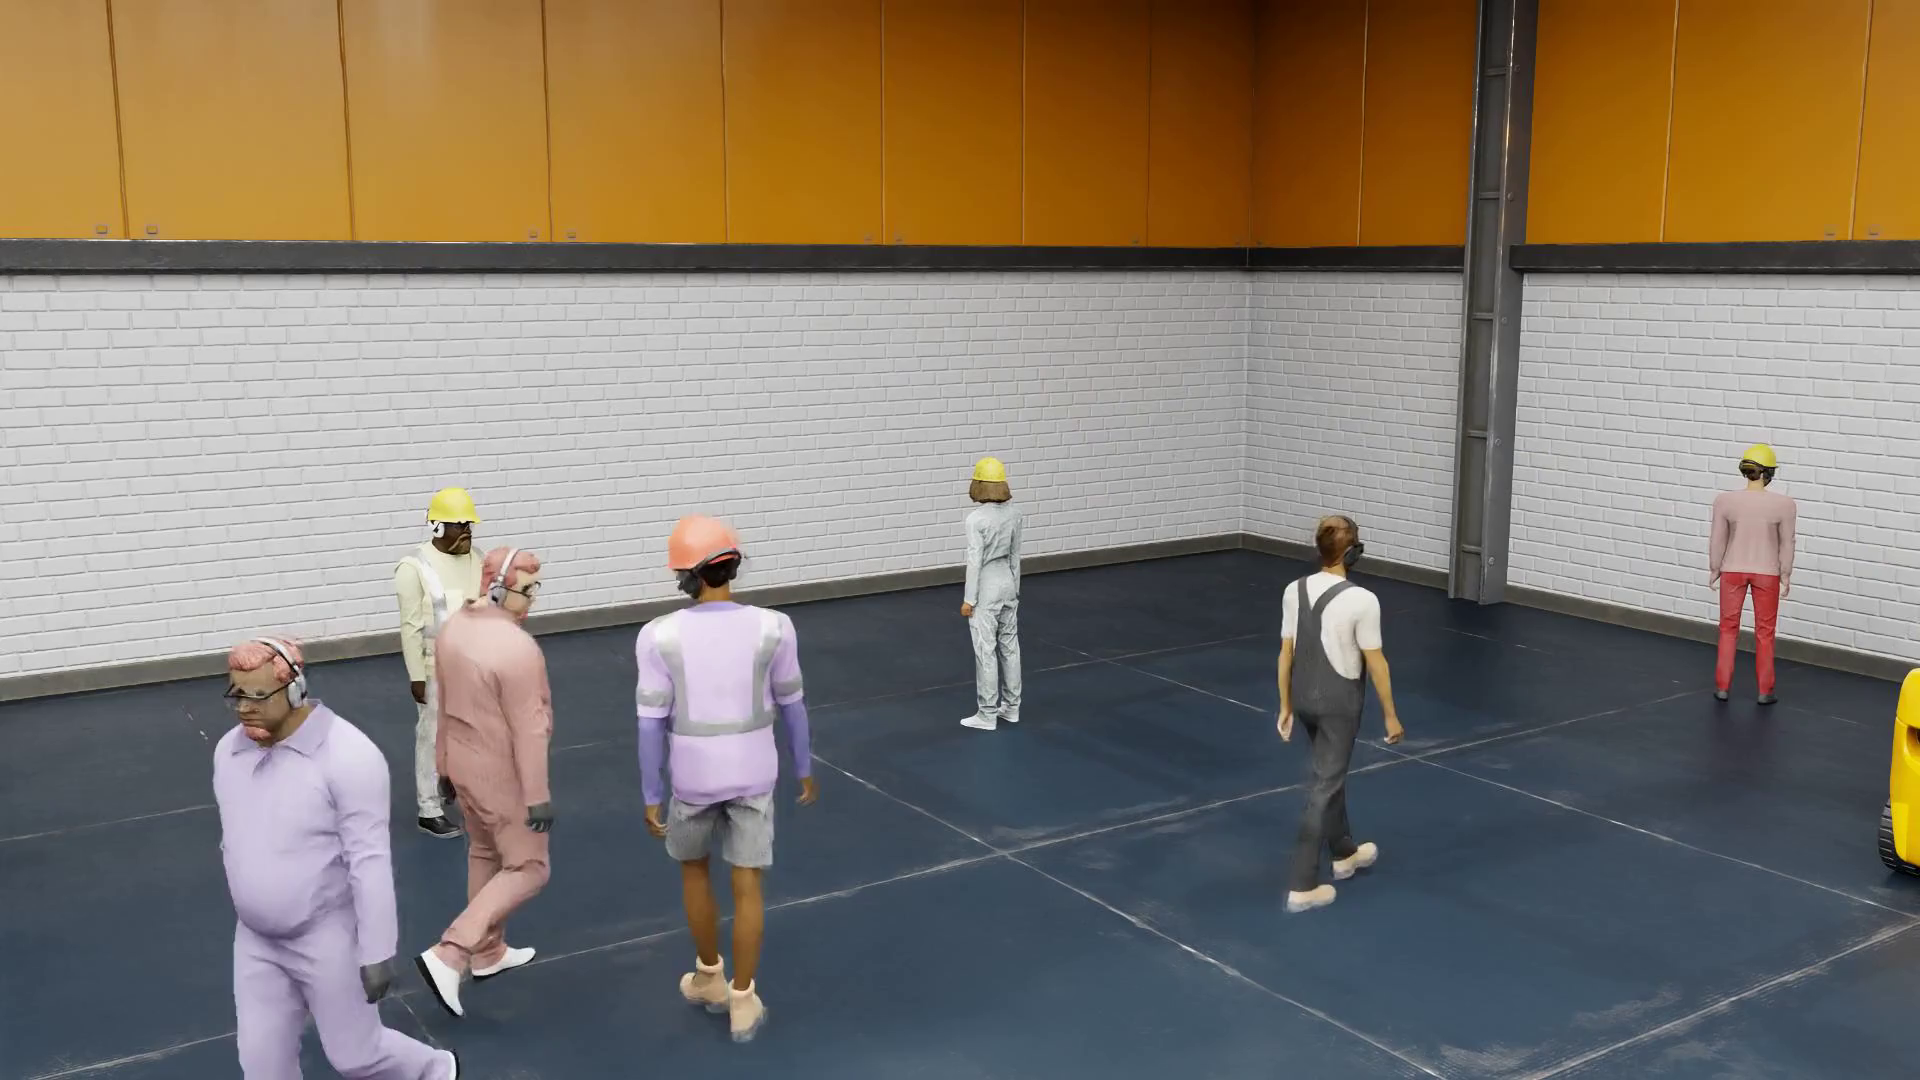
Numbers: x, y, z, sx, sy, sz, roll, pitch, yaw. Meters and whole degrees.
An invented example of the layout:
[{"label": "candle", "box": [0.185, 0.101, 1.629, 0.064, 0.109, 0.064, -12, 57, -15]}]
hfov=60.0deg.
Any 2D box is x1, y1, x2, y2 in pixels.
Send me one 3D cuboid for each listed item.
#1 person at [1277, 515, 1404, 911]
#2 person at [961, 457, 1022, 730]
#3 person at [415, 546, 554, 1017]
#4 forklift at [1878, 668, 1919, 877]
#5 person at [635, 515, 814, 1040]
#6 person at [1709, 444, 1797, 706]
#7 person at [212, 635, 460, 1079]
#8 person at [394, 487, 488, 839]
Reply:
[{"label": "person", "box": [1.819, 0.785, 7.756, 0.834, 1.817, 0.519, -6, 11, -33]}, {"label": "person", "box": [0.189, 0.338, 10.663, 0.308, 1.743, 0.494, 9, 13, 42]}, {"label": "person", "box": [-1.914, 0.948, 6.603, 0.624, 1.870, 0.681, -9, 13, -42]}, {"label": "forklift", "box": [5.511, 0.571, 7.906, 2.313, 2.155, 1.214, -6, 11, -33]}, {"label": "person", "box": [-0.897, 0.902, 6.454, 0.693, 2.025, 0.544, -2, 10, -10]}, {"label": "person", "box": [5.338, 0.233, 11.239, 0.526, 1.765, 0.329, 6, 11, 31]}, {"label": "person", "box": [-1.966, 1.186, 5.184, 0.677, 1.877, 0.823, 4, 10, 22]}, {"label": "person", "box": [-2.645, 0.629, 8.688, 0.403, 1.825, 0.597, 6, 11, 32]}]
